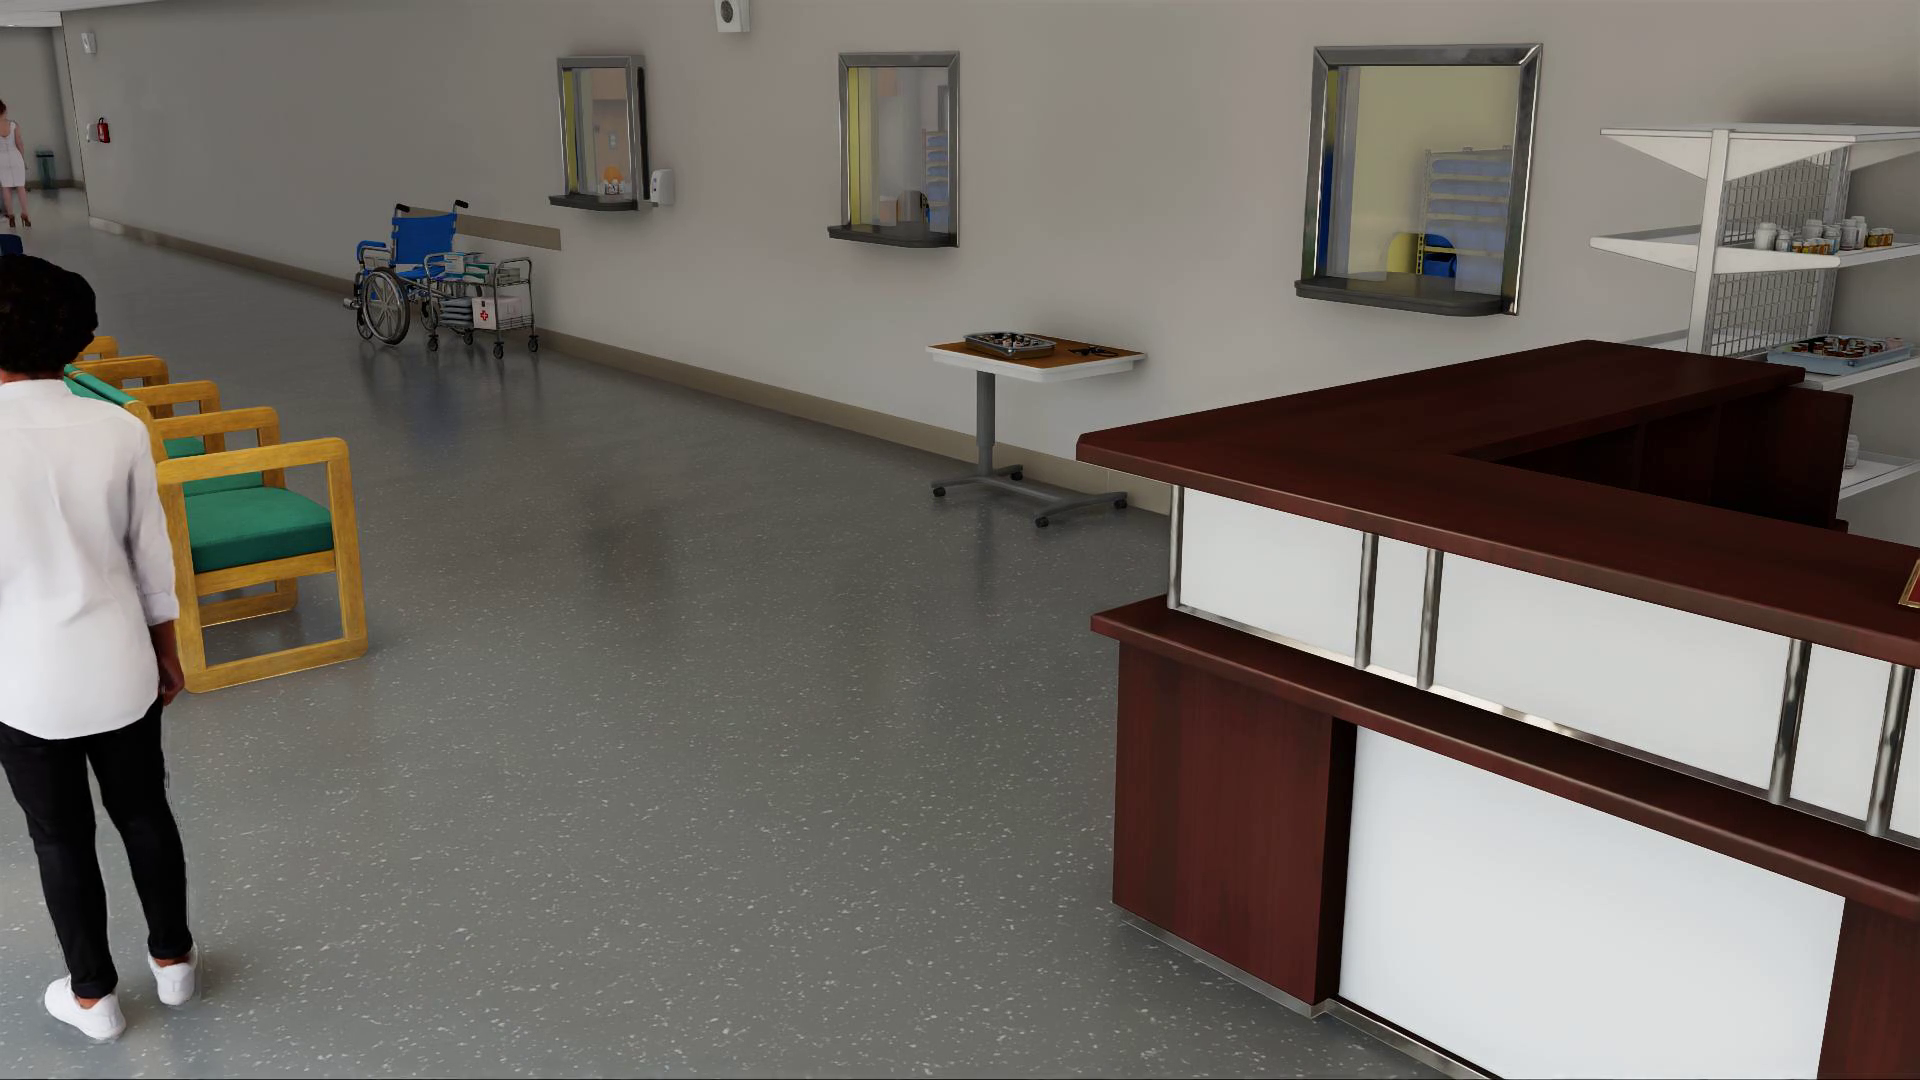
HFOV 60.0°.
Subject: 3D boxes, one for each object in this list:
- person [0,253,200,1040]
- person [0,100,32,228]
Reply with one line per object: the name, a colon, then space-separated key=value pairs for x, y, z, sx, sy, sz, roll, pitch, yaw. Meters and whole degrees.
person: x=-2.007 y=0.263 z=3.757 sx=0.533 sy=1.810 sz=0.705 roll=-15 pitch=22 yaw=-43
person: x=-13.680 y=-5.418 z=23.927 sx=0.538 sy=1.800 sz=0.694 roll=-5 pitch=17 yaw=-18
